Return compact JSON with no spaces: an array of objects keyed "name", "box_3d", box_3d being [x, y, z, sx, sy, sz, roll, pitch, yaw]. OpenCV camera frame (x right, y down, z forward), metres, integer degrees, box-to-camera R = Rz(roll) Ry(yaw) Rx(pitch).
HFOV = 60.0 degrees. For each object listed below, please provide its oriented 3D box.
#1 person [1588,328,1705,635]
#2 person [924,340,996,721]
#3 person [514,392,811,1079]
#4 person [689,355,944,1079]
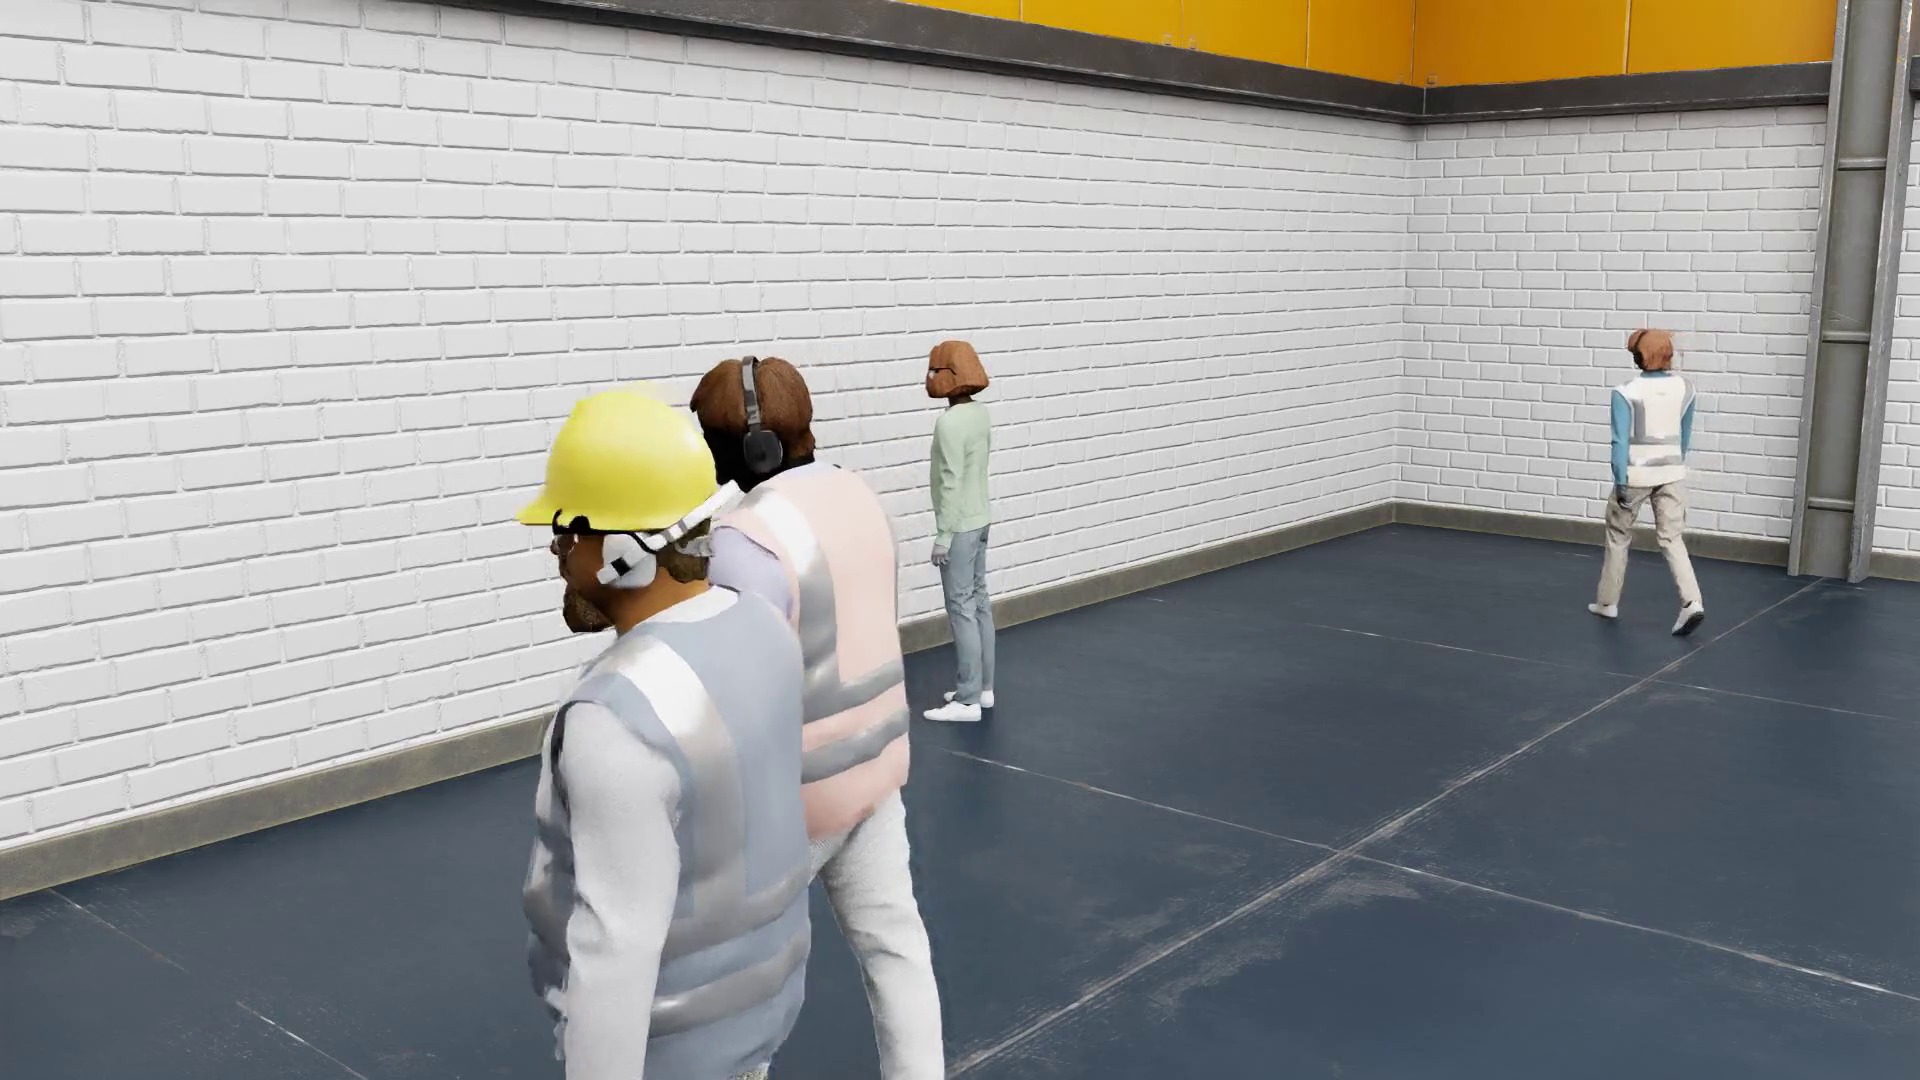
[{"name":"person","box_3d":[3.687,-0.316,8.817,0.509,1.606,0.778,-1,10,-8]},{"name":"person","box_3d":[-0.003,-0.037,7.149,0.266,1.631,0.507,3,10,18]},{"name":"person","box_3d":[-0.430,0.701,2.456,0.406,1.827,0.621,2,10,13]},{"name":"person","box_3d":[-0.388,0.507,3.560,0.845,1.795,0.764,5,11,25]}]
